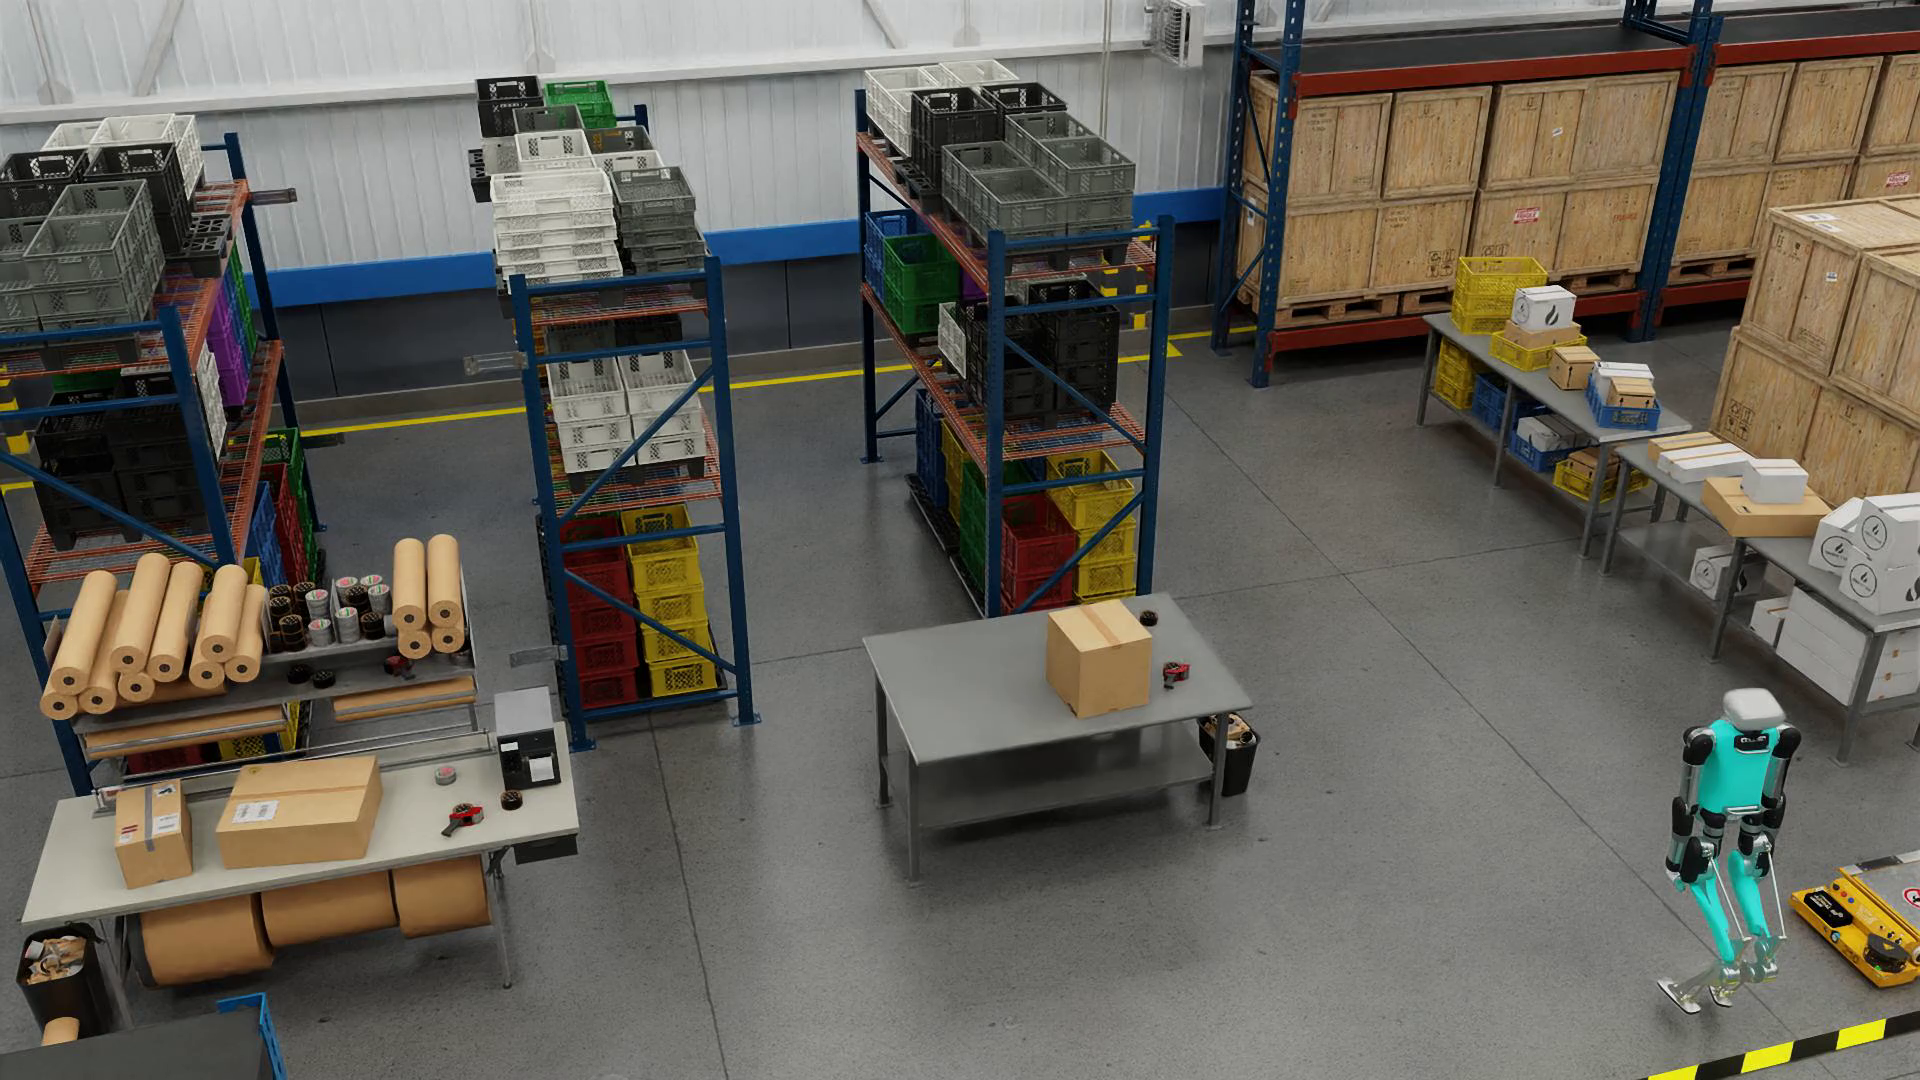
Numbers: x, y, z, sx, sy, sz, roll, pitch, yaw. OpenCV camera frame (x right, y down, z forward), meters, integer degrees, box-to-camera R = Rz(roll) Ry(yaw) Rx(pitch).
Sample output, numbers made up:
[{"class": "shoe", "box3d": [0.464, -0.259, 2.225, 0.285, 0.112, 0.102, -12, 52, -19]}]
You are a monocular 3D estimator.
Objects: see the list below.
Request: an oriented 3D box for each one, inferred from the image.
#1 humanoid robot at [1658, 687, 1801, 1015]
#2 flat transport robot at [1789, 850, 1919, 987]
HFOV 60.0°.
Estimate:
[{"class": "humanoid robot", "box3d": [3.610, 1.544, 7.683, 0.533, 1.681, 0.735, -3, 29, -5]}, {"class": "flat transport robot", "box3d": [5.163, 1.916, 8.676, 1.431, 0.231, 0.659, -8, 30, -14]}]
